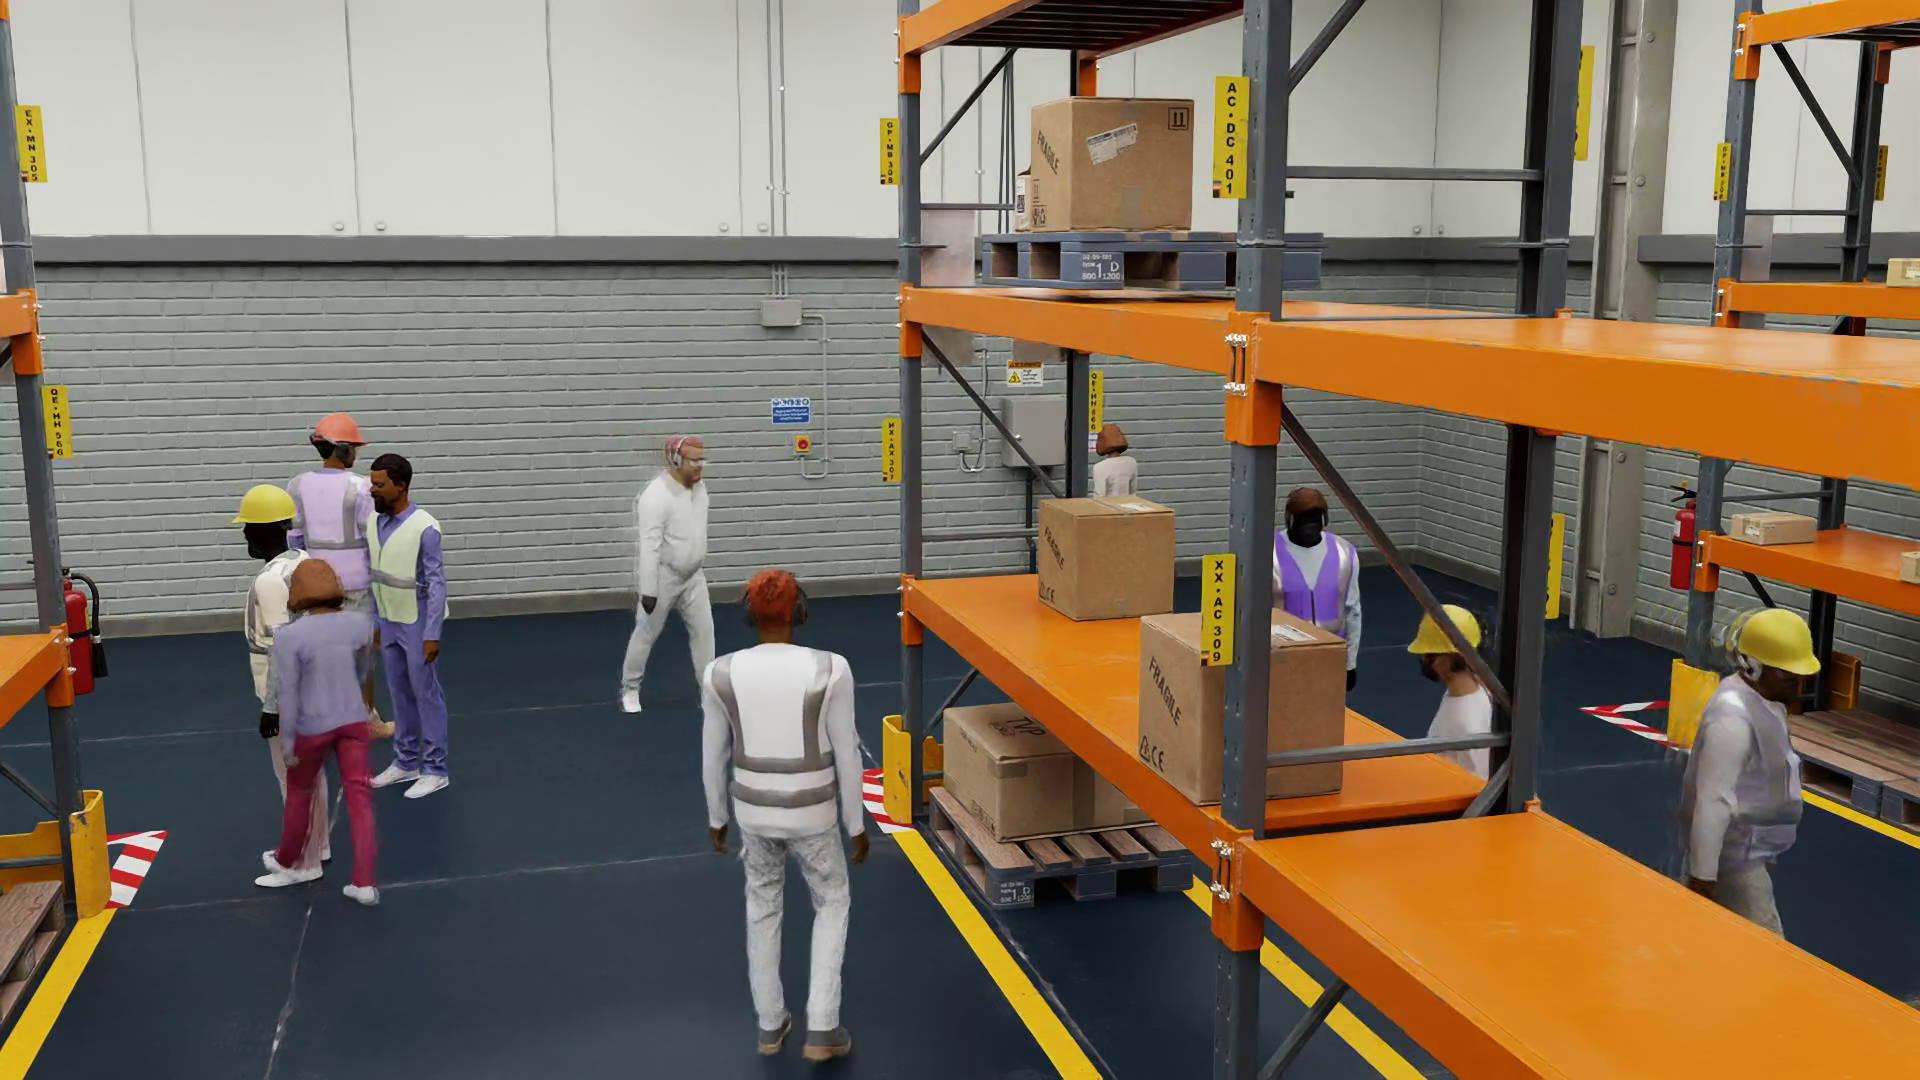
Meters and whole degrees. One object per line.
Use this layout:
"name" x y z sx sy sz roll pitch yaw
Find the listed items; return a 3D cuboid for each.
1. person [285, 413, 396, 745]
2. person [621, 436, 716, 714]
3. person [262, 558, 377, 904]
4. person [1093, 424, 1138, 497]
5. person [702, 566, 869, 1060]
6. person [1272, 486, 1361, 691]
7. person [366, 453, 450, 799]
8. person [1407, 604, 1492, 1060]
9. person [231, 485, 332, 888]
"person" -3.786 0.243 10.200 0.609 2.036 0.403 2 10 10
"person" -1.894 0.237 10.828 0.846 1.844 0.664 5 11 28
"person" -3.017 0.878 7.834 0.825 1.591 0.512 9 13 42
"person" 1.229 -0.122 13.424 0.498 1.633 0.279 -9 14 -43
"person" -0.649 1.024 6.191 0.626 1.879 0.391 2 10 9
"person" 1.762 0.627 8.598 0.629 1.836 0.429 -1 10 -4
"person" -3.069 0.467 9.261 0.590 1.919 0.396 8 12 37
"person" 1.837 1.096 6.167 0.411 1.748 0.560 3 10 15
"person" -3.237 0.691 7.953 0.367 1.926 0.594 -1 10 -8
